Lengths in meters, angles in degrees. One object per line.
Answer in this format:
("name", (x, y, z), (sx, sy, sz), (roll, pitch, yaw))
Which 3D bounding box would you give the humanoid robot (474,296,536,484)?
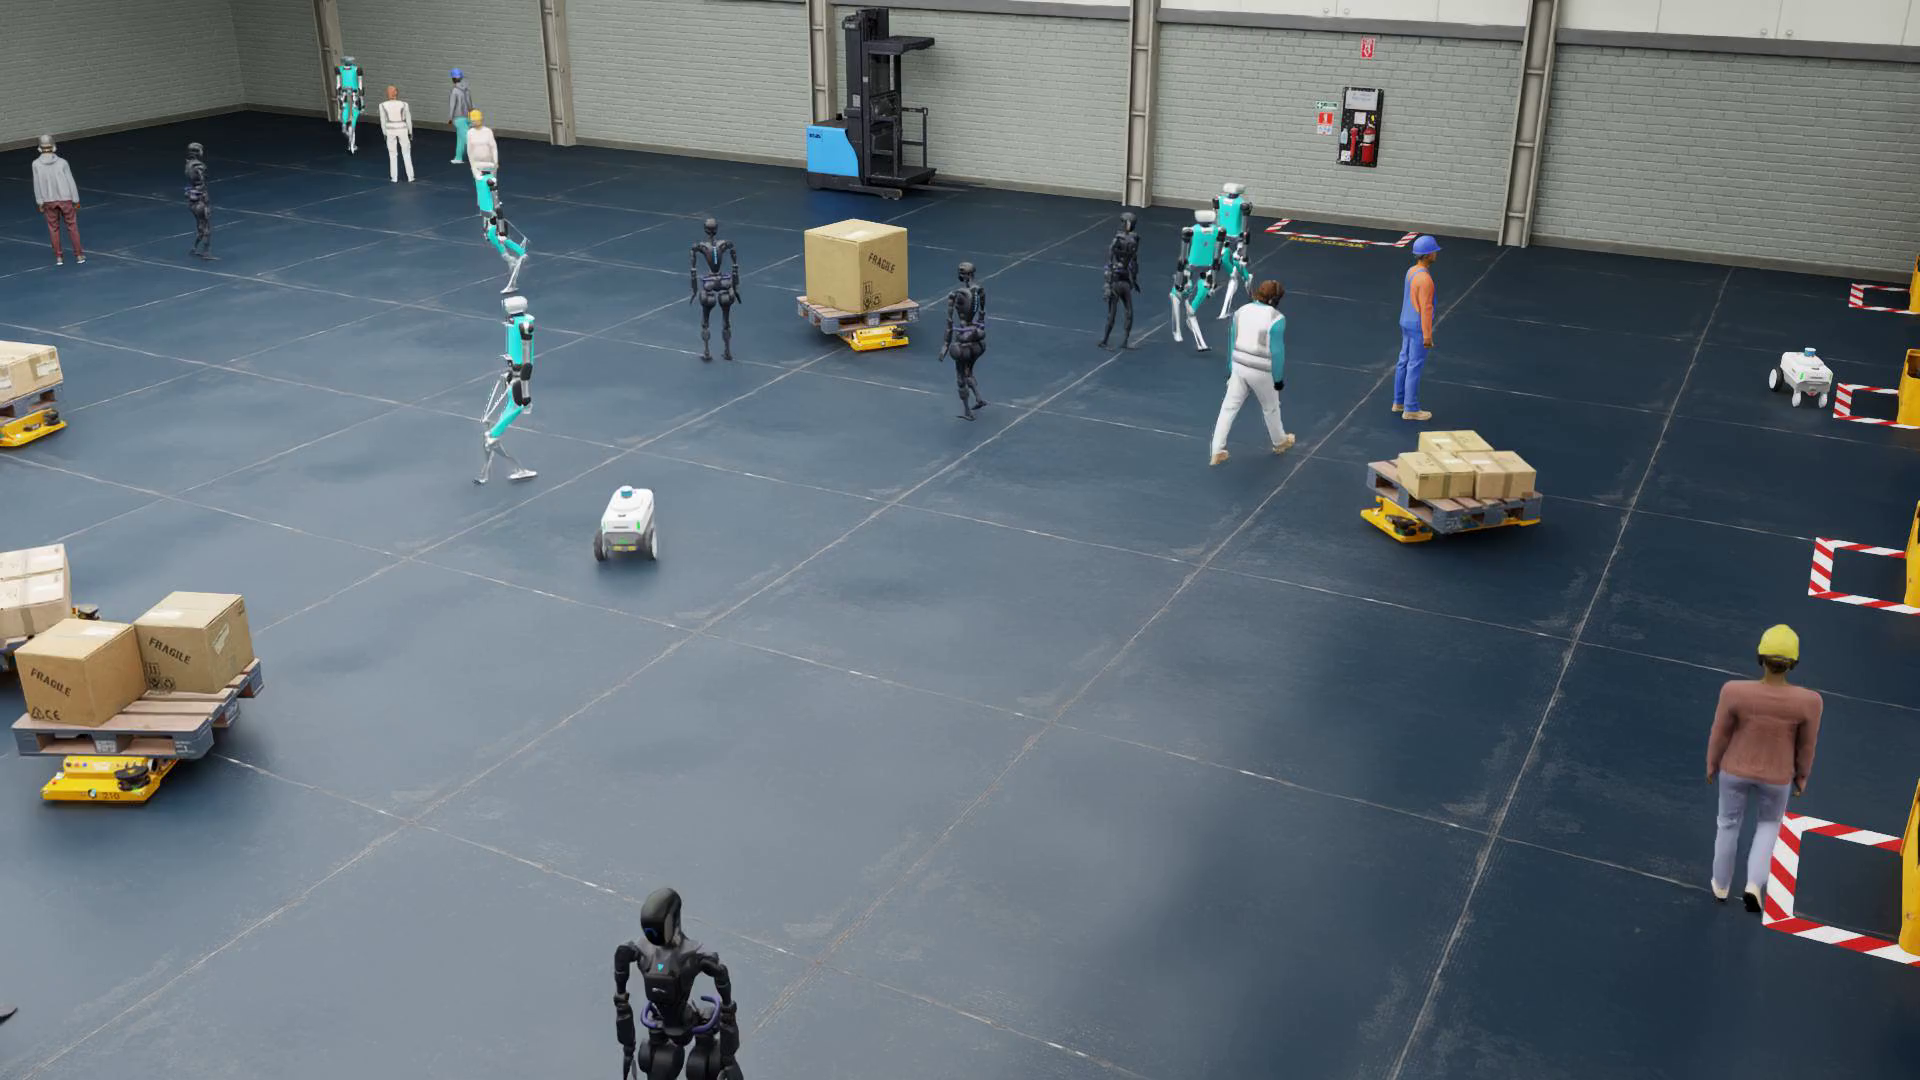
("humanoid robot", (-4.279, -1.293, 15.452), (0.786, 1.891, 0.545), (-12, 26, -25))

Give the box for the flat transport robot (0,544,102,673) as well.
("flat transport robot", (-7.115, 0.823, 12.247), (1.431, 0.231, 0.659), (-11, 26, -24))

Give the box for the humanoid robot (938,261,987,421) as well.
("humanoid robot", (0.061, -2.045, 17.144), (0.603, 1.647, 0.349), (-21, 31, -40))

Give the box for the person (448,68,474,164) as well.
("person", (-8.988, -7.651, 30.112), (0.873, 1.732, 0.542), (8, 25, 19))

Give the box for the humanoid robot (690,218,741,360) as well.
("humanoid robot", (-2.807, -2.868, 19.042), (0.599, 1.652, 0.334), (-8, 25, -18))

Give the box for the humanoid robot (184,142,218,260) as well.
("humanoid robot", (-10.824, -4.798, 23.555), (0.433, 1.637, 0.610), (-19, 30, -37))

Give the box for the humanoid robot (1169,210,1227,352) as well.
("humanoid robot", (2.705, -3.037, 19.388), (0.544, 1.717, 1.051), (-5, 24, -12))

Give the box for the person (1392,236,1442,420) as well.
("person", (4.738, -2.198, 17.201), (0.362, 1.912, 0.515), (-4, 24, -8))

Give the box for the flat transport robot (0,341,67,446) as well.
("flat transport robot", (-9.940, -1.196, 16.947), (1.431, 0.231, 0.659), (7, 24, 15))

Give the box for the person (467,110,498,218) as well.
("person", (-7.567, -6.011, 26.412), (0.459, 1.638, 0.926), (-6, 24, -14))

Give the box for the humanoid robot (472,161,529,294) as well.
("humanoid robot", (-5.939, -4.037, 21.853), (0.722, 1.908, 0.551), (-19, 30, -38))

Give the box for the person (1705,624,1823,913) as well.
("person", (4.431, 1.293, 9.258), (0.538, 1.754, 0.448), (10, 25, 21))

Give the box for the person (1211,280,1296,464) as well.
("person", (2.891, -1.624, 16.067), (1.051, 1.746, 0.636), (-19, 30, -37))

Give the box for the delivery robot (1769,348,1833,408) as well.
("delivery robot", (9.112, -1.774, 17.954), (0.499, 0.614, 0.791), (4, 23, 8))

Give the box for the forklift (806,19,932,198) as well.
("forklift", (-1.573, -7.292, 27.850), (1.873, 2.768, 1.129), (12, 26, 25))

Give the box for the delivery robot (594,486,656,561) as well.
("delivery robot", (-2.826, -0.169, 14.183), (0.499, 0.586, 0.764), (0, 23, -1))

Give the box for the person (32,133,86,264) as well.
("person", (-12.676, -4.786, 23.360), (0.549, 1.806, 0.380), (-9, 25, -20))

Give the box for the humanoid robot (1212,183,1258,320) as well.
("humanoid robot", (3.513, -3.590, 20.702), (0.559, 1.806, 0.928), (19, 30, 37))

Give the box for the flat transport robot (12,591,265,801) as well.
("flat transport robot", (-5.445, 1.298, 11.140), (0.659, 0.231, 1.431), (1, 23, 2))

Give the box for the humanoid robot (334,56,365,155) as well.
("humanoid robot", (-11.516, -8.106, 31.258), (0.557, 1.834, 0.890), (0, 23, 0))

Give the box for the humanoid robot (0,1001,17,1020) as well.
("humanoid robot", (-5.176, 1.866, 8.126), (0.584, 1.644, 0.783), (7, 24, 15))

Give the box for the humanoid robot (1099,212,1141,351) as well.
("humanoid robot", (1.897, -3.021, 19.418), (0.380, 1.642, 0.612), (19, 30, 37))

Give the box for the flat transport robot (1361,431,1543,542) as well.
("flat transport robot", (4.360, -0.253, 14.751), (1.431, 0.231, 0.659), (-8, 25, -18))

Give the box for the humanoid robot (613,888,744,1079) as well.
("humanoid robot", (-1.199, 2.202, 7.257), (0.585, 1.647, 0.362), (4, 24, 10))

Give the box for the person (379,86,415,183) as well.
("person", (-9.722, -7.014, 28.762), (0.512, 1.631, 0.311), (-5, 24, -12))

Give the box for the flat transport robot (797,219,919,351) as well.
("flat transport robot", (-1.230, -2.595, 20.204), (0.659, 0.231, 1.431), (-11, 25, -23))
